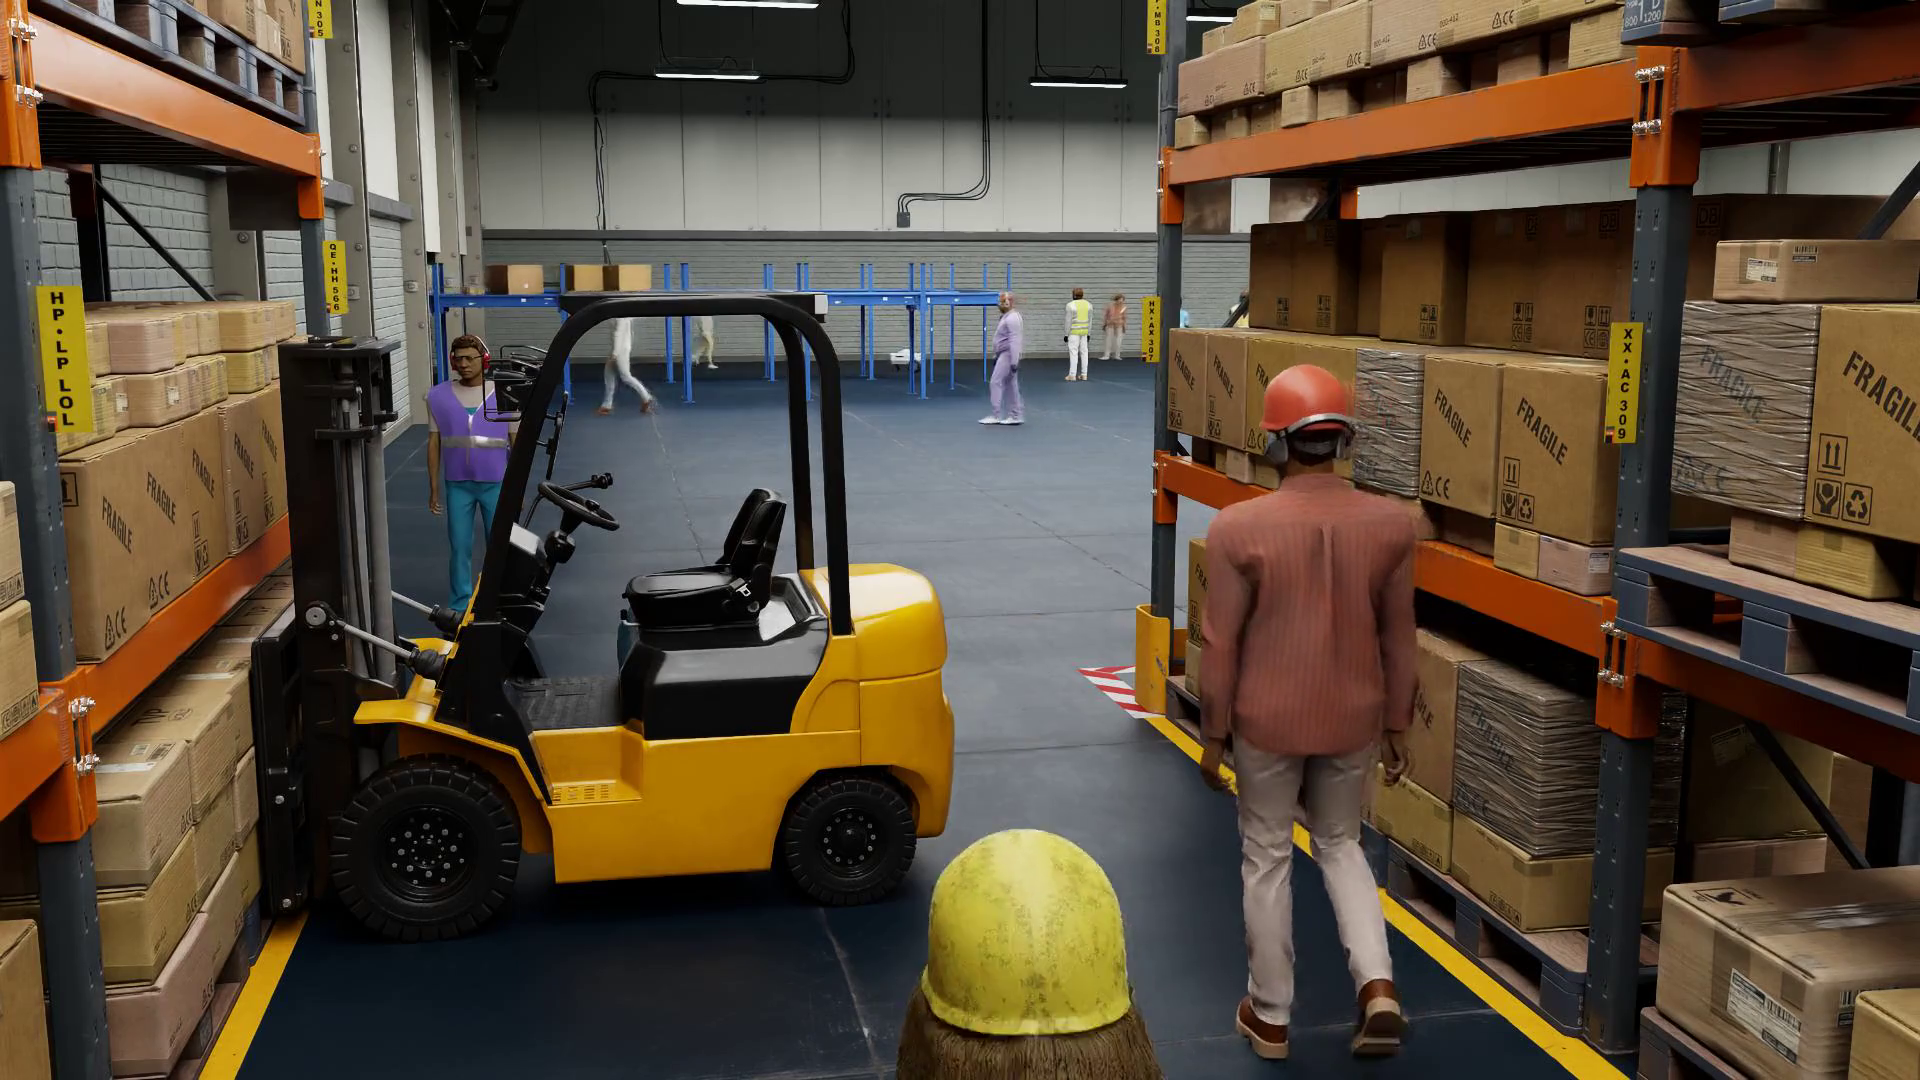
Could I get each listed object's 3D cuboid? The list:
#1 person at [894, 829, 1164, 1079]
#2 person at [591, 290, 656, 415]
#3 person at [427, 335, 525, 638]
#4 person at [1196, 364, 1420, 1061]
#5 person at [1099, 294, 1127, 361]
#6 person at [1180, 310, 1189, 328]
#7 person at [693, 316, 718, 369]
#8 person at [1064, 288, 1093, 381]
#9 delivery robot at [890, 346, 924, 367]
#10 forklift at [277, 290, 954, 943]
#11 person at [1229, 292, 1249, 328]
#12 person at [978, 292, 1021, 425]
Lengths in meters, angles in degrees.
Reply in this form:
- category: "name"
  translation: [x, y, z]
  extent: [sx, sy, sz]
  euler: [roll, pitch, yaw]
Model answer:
- category: "person"
  translation: [0.069, 1.126, 1.599]
  extent: [0.497, 1.726, 0.393]
  euler: [0, 9, -1]
- category: "person"
  translation: [-5.168, -2.871, 25.481]
  extent: [0.918, 1.908, 0.630]
  euler: [-4, 10, -22]
- category: "person"
  translation: [-2.948, -0.332, 10.161]
  extent: [0.570, 1.843, 0.372]
  euler: [-1, 9, -8]
- category: "person"
  translation: [0.977, 0.515, 4.595]
  extent: [0.620, 1.984, 0.591]
  euler: [-2, 9, -10]
- category: "person"
  translation: [3.690, -5.136, 40.169]
  extent: [0.666, 1.605, 0.371]
  euler: [1, 9, 7]
- category: "person"
  translation: [4.508, -4.233, 34.579]
  extent: [0.542, 1.643, 0.907]
  euler: [-4, 10, -21]
- category: "person"
  translation: [-5.687, -4.639, 37.111]
  extent: [0.546, 1.613, 0.509]
  euler: [2, 9, 9]
- category: "person"
  translation: [2.341, -4.112, 33.217]
  extent: [0.631, 1.843, 0.429]
  euler: [-6, 11, -31]
- category: "delivery robot"
  translation: [-1.143, -3.940, 35.927]
  extent: [0.707, 0.478, 0.477]
  euler: [2, 10, 14]
- category: "forklift"
  translation: [-1.179, 0.175, 6.143]
  extent: [2.313, 2.155, 1.214]
  euler: [-2, 10, -12]
- category: "person"
  translation: [5.273, -3.701, 30.880]
  extent: [0.623, 1.790, 0.971]
  euler: [2, 10, 12]
- category: "person"
  translation: [0.543, -2.580, 23.754]
  extent: [0.753, 1.885, 0.654]
  euler: [0, 9, 1]
